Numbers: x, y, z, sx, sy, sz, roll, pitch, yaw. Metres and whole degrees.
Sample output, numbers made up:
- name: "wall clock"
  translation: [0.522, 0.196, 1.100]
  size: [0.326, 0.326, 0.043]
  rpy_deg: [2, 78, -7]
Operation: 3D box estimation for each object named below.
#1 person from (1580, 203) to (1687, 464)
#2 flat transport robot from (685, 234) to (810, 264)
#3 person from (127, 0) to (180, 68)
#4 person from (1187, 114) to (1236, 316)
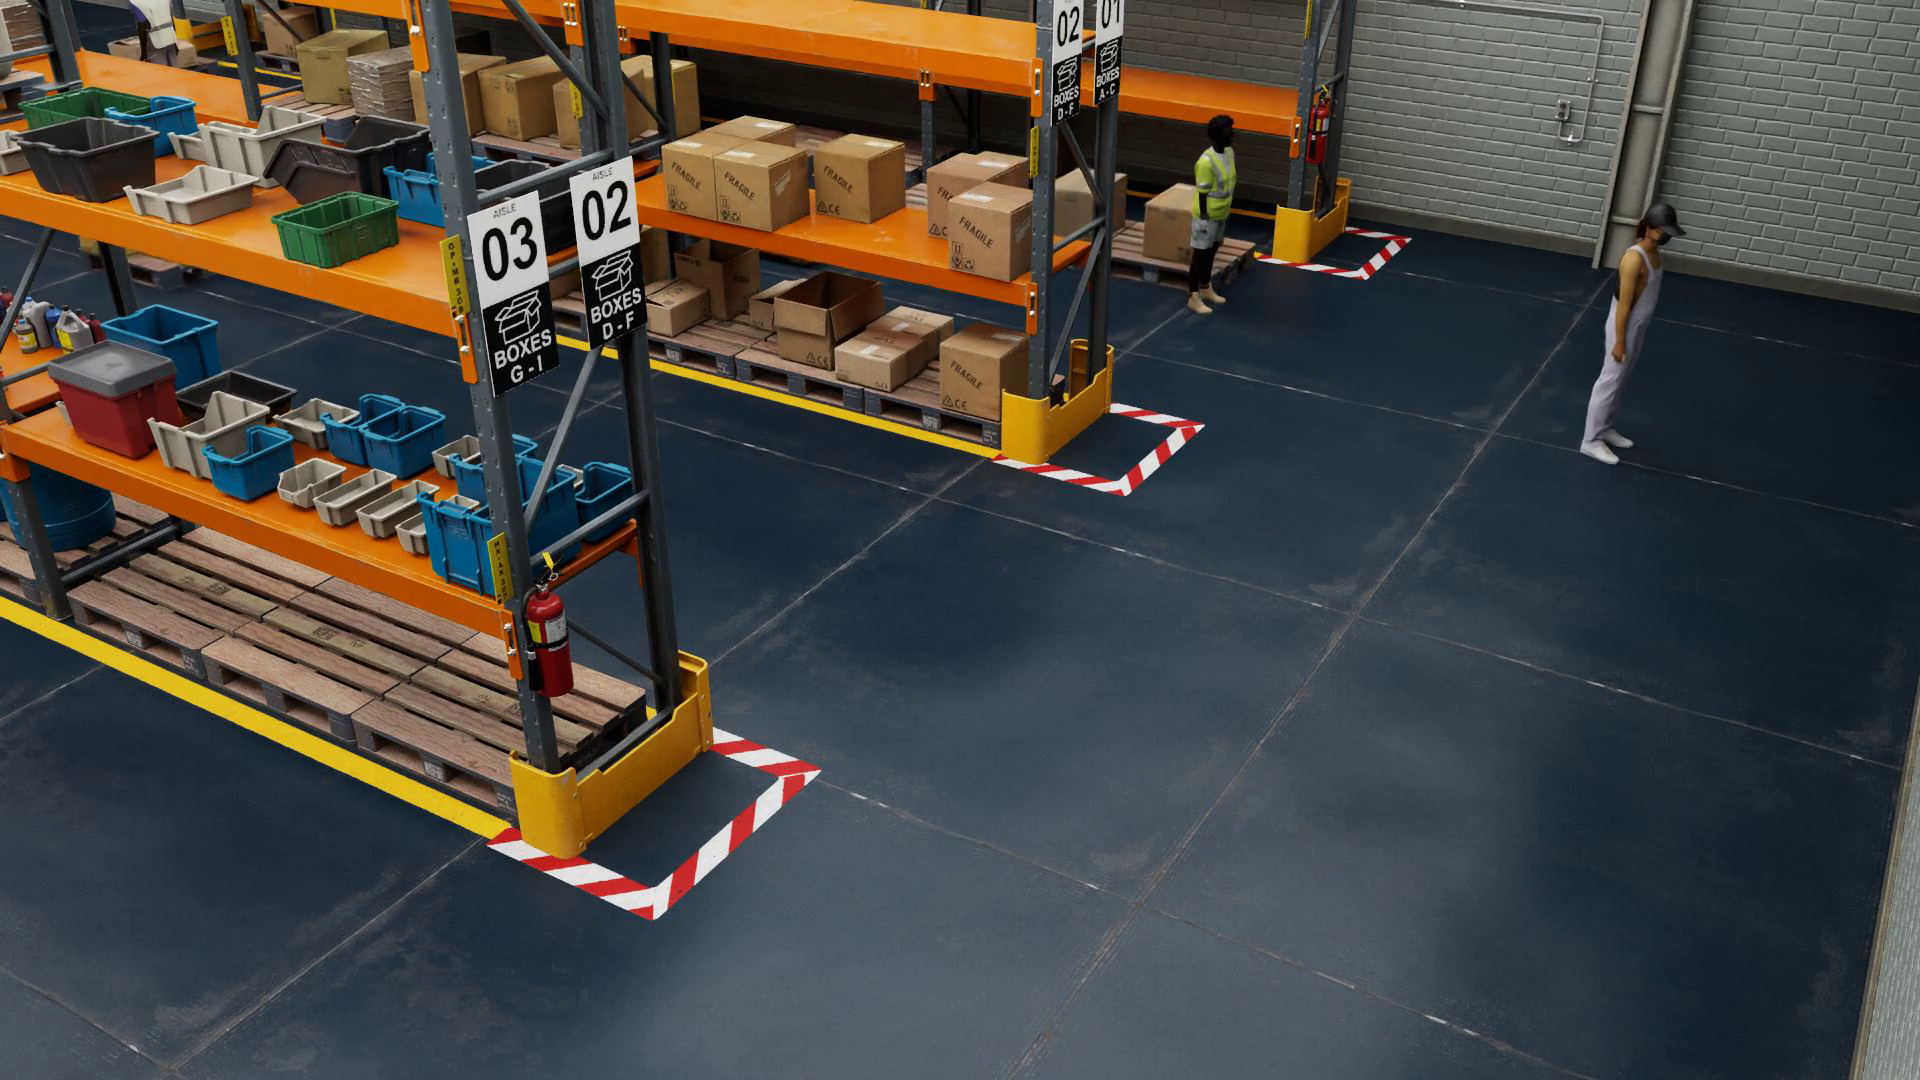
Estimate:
- name: "person"
  translation: [4.719, -1.447, 11.600]
  size: [0.399, 1.856, 0.514]
  rpy_deg: [21, 35, 32]
- name: "flat transport robot"
  translation: [-1.869, -2.932, 15.895]
  size: [1.431, 0.231, 0.659]
  rpy_deg: [17, 33, 27]
- name: "person"
  translation: [-9.265, -5.710, 19.258]
  size: [0.393, 1.846, 0.562]
  rpy_deg: [10, 31, 17]
- name: "person"
  translation: [2.149, -2.776, 14.144]
  size: [0.322, 1.697, 0.531]
  rpy_deg: [18, 34, 29]
